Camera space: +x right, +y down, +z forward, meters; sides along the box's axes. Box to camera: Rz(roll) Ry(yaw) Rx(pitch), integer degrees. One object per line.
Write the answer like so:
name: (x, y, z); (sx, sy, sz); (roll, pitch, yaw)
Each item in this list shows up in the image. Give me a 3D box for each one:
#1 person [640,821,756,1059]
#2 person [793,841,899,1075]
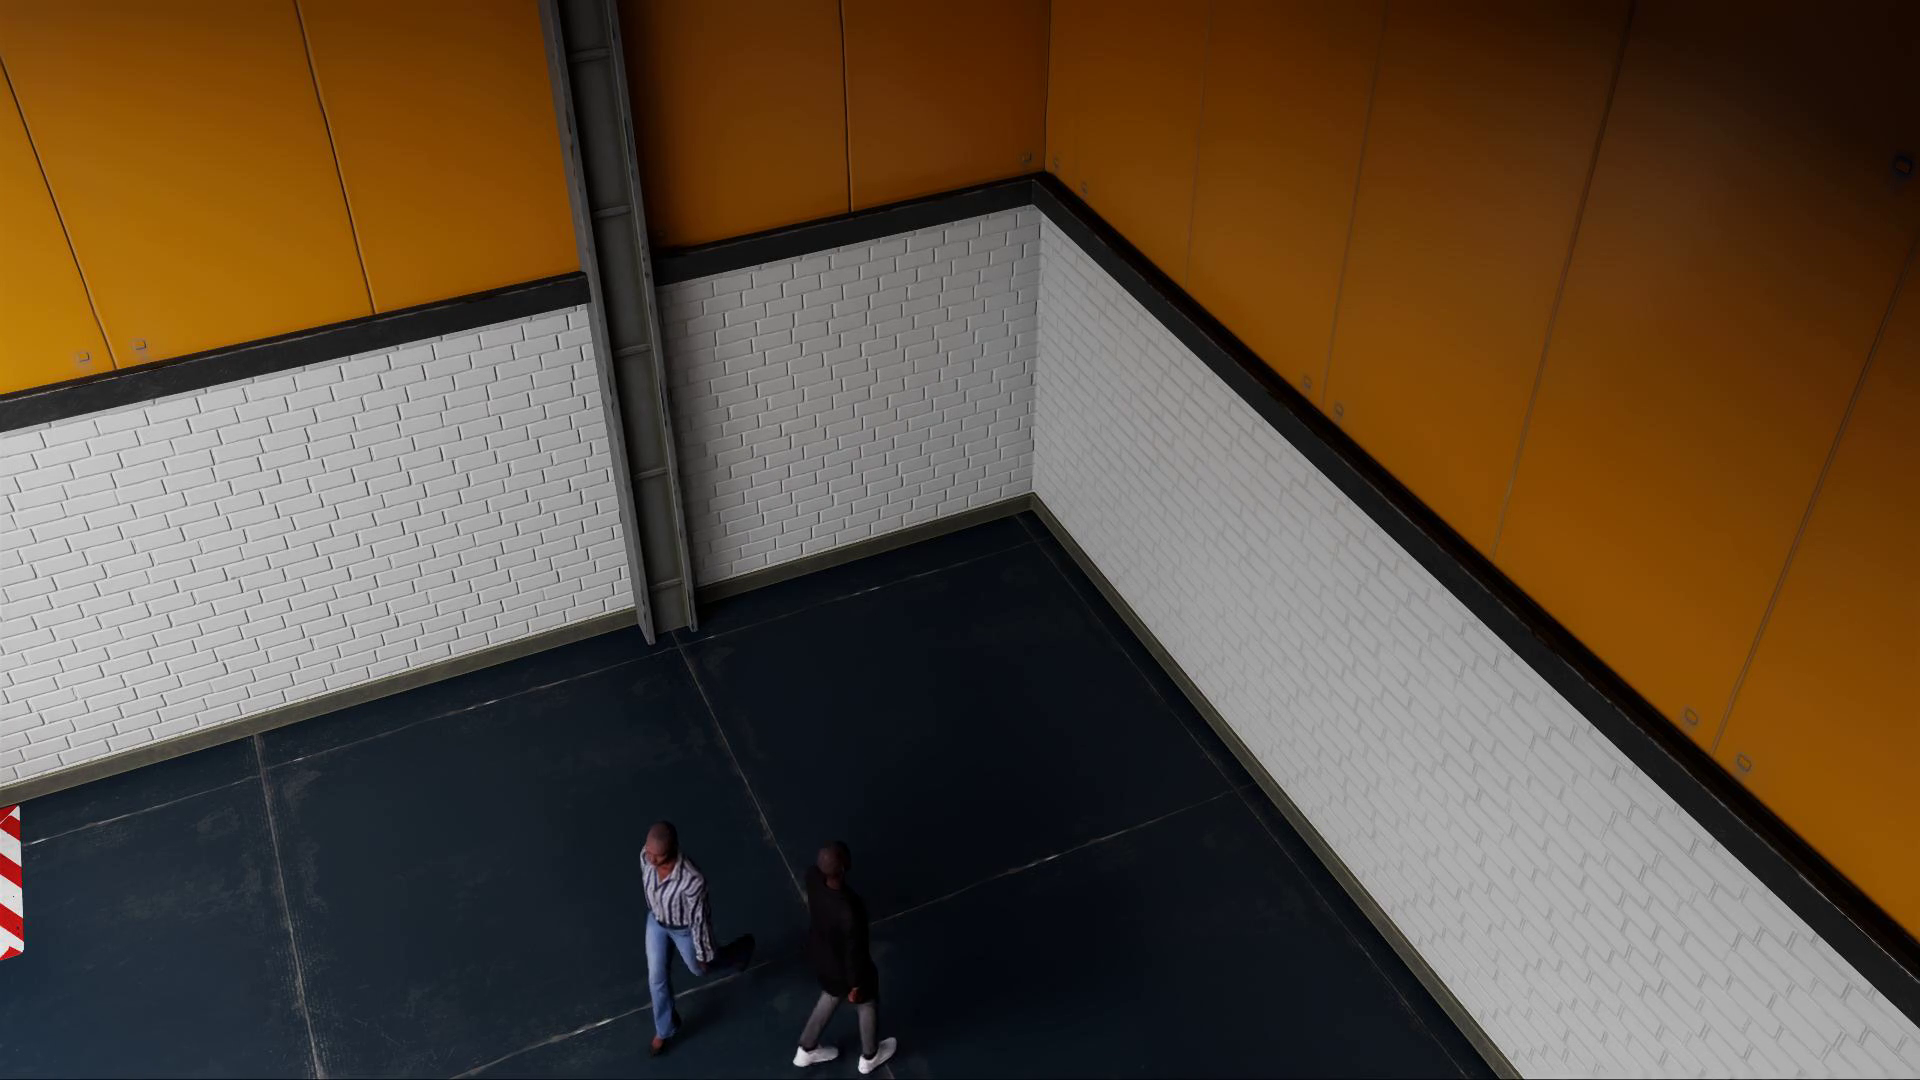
person: (-1.505, 2.145, 9.371); (1.012, 1.758, 1.187); (23, 44, 26)
person: (-0.732, 2.330, 9.153); (0.933, 1.740, 0.781); (-23, 44, -26)
